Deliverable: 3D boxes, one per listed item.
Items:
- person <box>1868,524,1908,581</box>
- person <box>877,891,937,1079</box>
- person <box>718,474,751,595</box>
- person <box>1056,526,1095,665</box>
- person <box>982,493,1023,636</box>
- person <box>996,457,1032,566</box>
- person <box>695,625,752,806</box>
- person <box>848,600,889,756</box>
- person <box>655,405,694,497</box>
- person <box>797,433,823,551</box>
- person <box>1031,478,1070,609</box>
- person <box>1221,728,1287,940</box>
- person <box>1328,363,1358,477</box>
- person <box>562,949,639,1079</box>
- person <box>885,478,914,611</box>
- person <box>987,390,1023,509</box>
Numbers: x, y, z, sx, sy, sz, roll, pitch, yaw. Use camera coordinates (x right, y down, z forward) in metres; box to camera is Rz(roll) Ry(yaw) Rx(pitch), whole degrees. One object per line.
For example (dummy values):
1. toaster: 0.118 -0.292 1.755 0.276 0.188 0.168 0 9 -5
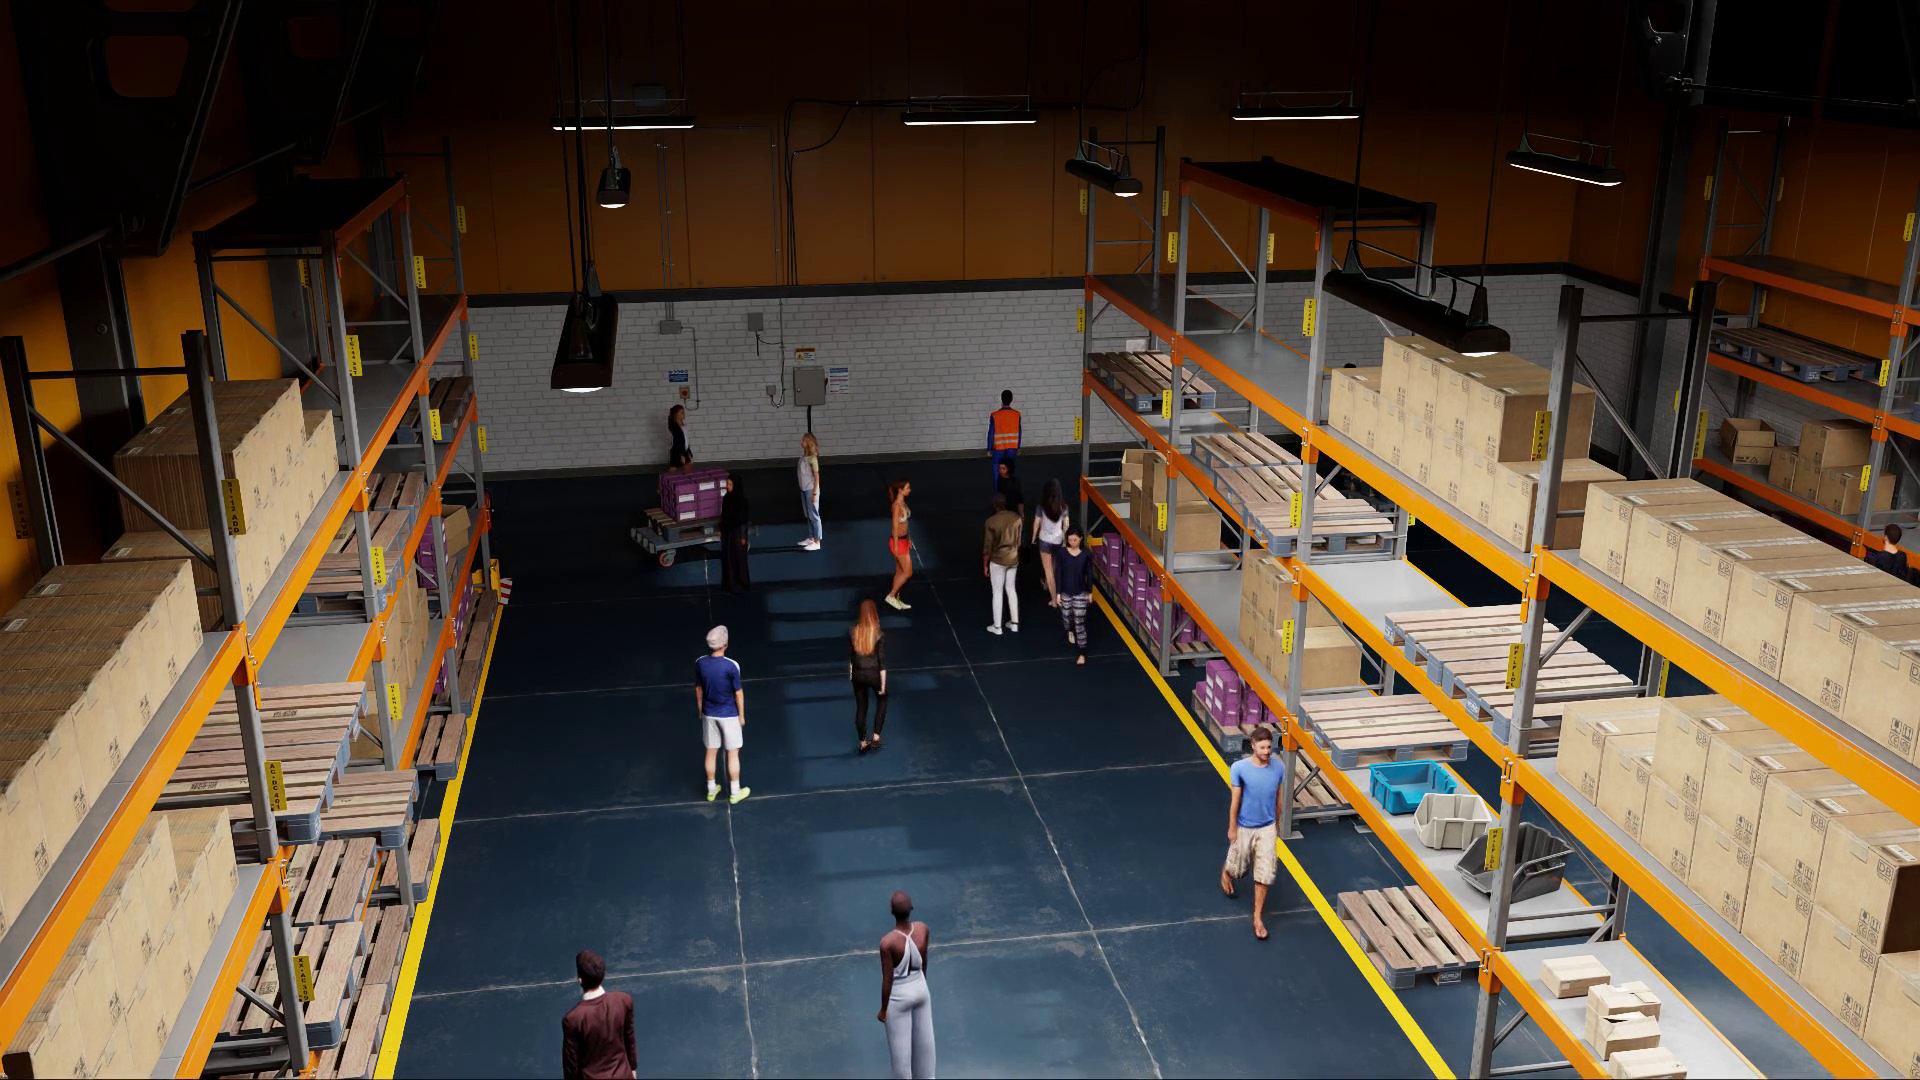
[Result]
1. person: 10.753 0.755 19.348 0.679 1.816 1.149 -4 19 -11
2. person: -0.377 3.298 11.849 0.651 1.784 0.648 -15 24 -38
3. person: -2.997 -0.110 22.232 0.793 1.614 0.708 -16 25 -40
4. person: 1.364 0.606 19.976 0.804 1.698 1.008 2 19 5
5. person: 0.550 0.288 20.733 0.796 1.817 0.726 -10 21 -28
6. person: 0.732 -0.339 22.799 0.876 1.688 0.938 11 22 29
7. person: -2.370 1.721 16.451 0.711 1.835 0.691 5 19 14
8. person: -1.003 1.471 17.404 0.700 1.700 0.712 6 19 16
9. person: -4.469 -1.346 26.038 0.891 1.528 1.061 5 19 13
10. person: -2.140 -0.702 23.819 0.742 1.723 0.572 -8 20 -24
11. person: 1.194 0.069 21.635 0.712 1.657 1.145 -6 20 -18
12. person: 2.512 2.428 14.336 0.689 1.844 1.077 -2 19 -5
13. person: 6.387 -2.003 27.462 0.803 1.865 0.750 13 23 34
14. person: -2.351 3.551 10.973 0.759 1.861 0.750 -12 22 -33
15. person: -0.867 0.057 21.480 0.730 1.779 0.636 2 19 7
16. person: 0.684 -1.399 25.670 0.691 1.863 0.715 -4 19 -12
